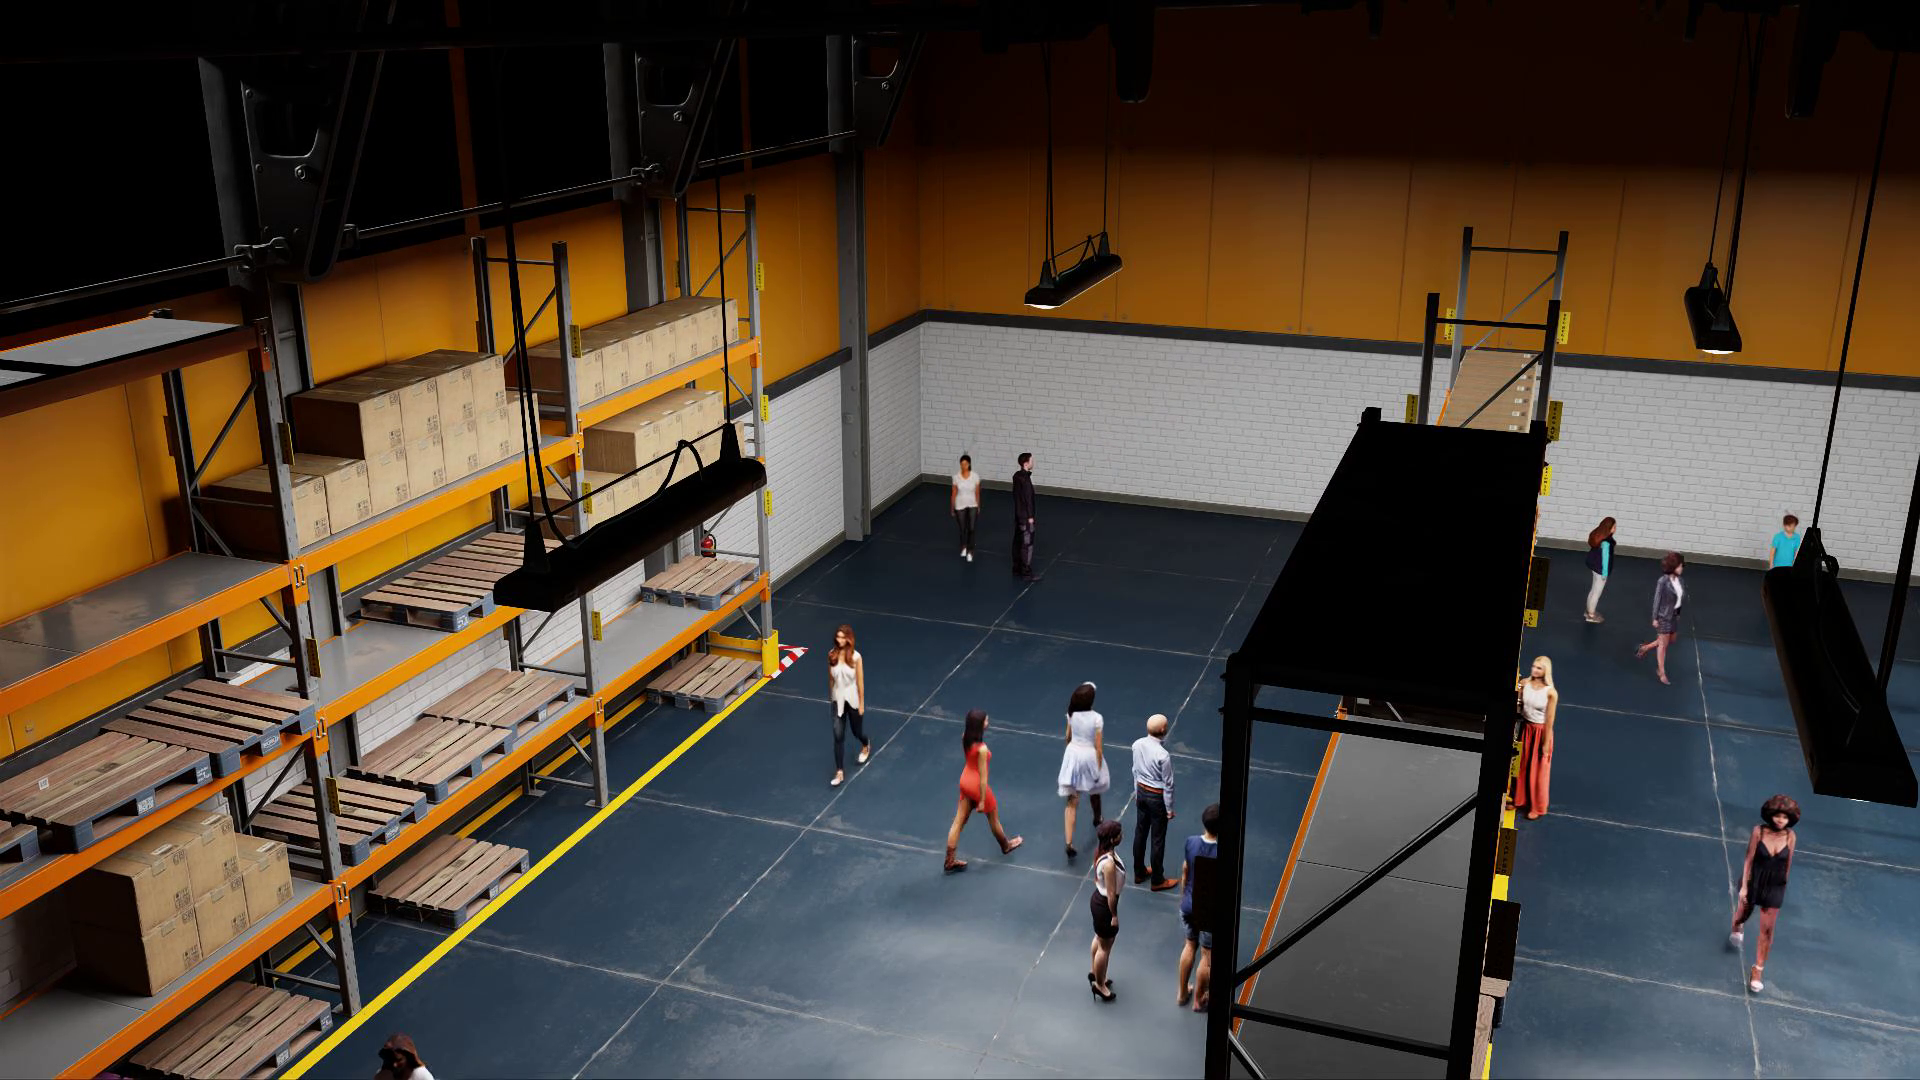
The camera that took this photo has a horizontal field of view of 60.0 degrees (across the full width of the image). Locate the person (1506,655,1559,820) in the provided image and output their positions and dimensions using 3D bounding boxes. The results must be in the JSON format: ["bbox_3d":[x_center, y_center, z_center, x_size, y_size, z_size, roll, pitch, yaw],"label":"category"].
[{"bbox_3d":[5.997,2.038,17.338,0.762,1.800,0.727,-13,23,-35],"label":"person"}]

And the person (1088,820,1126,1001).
[{"bbox_3d":[1.244,3.155,14.259,0.687,1.648,0.577,-2,19,-5],"label":"person"}]

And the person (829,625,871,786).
[{"bbox_3d":[-1.185,1.758,18.242,0.594,1.754,1.088,7,20,19],"label":"person"}]

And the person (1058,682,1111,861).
[{"bbox_3d":[1.187,2.328,16.541,0.703,1.759,1.210,9,21,25],"label":"person"}]

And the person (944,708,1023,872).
[{"bbox_3d":[0.075,2.474,16.257,1.184,1.664,0.983,-14,23,-35],"label":"person"}]

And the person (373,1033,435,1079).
[{"bbox_3d":[-3.736,4.084,11.425,0.905,1.696,1.226,0,19,-1],"label":"person"}]

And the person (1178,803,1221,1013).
[{"bbox_3d":[2.050,3.123,14.075,0.711,1.826,0.743,14,23,35],"label":"person"}]

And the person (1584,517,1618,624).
[{"bbox_3d":[8.737,0.386,22.719,0.668,1.496,0.553,3,19,10],"label":"person"}]

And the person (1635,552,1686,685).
[{"bbox_3d":[8.735,0.950,20.747,0.906,1.685,0.946,-10,21,-28],"label":"person"}]

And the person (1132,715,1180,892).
[{"bbox_3d":[1.858,2.503,15.971,0.737,1.792,0.731,-16,24,-39],"label":"person"}]

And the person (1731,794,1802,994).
[{"bbox_3d":[6.982,3.004,14.531,0.571,1.760,1.071,6,19,16],"label":"person"}]

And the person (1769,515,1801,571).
[{"bbox_3d":[11.366,0.324,23.015,0.531,1.425,0.835,6,20,18],"label":"person"}]

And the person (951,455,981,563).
[{"bbox_3d":[0.098,-0.518,25.197,0.684,1.628,0.861,2,19,6],"label":"person"}]

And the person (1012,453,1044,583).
[{"bbox_3d":[0.949,-0.354,24.259,0.837,1.915,0.758,-7,20,-19],"label":"person"}]
